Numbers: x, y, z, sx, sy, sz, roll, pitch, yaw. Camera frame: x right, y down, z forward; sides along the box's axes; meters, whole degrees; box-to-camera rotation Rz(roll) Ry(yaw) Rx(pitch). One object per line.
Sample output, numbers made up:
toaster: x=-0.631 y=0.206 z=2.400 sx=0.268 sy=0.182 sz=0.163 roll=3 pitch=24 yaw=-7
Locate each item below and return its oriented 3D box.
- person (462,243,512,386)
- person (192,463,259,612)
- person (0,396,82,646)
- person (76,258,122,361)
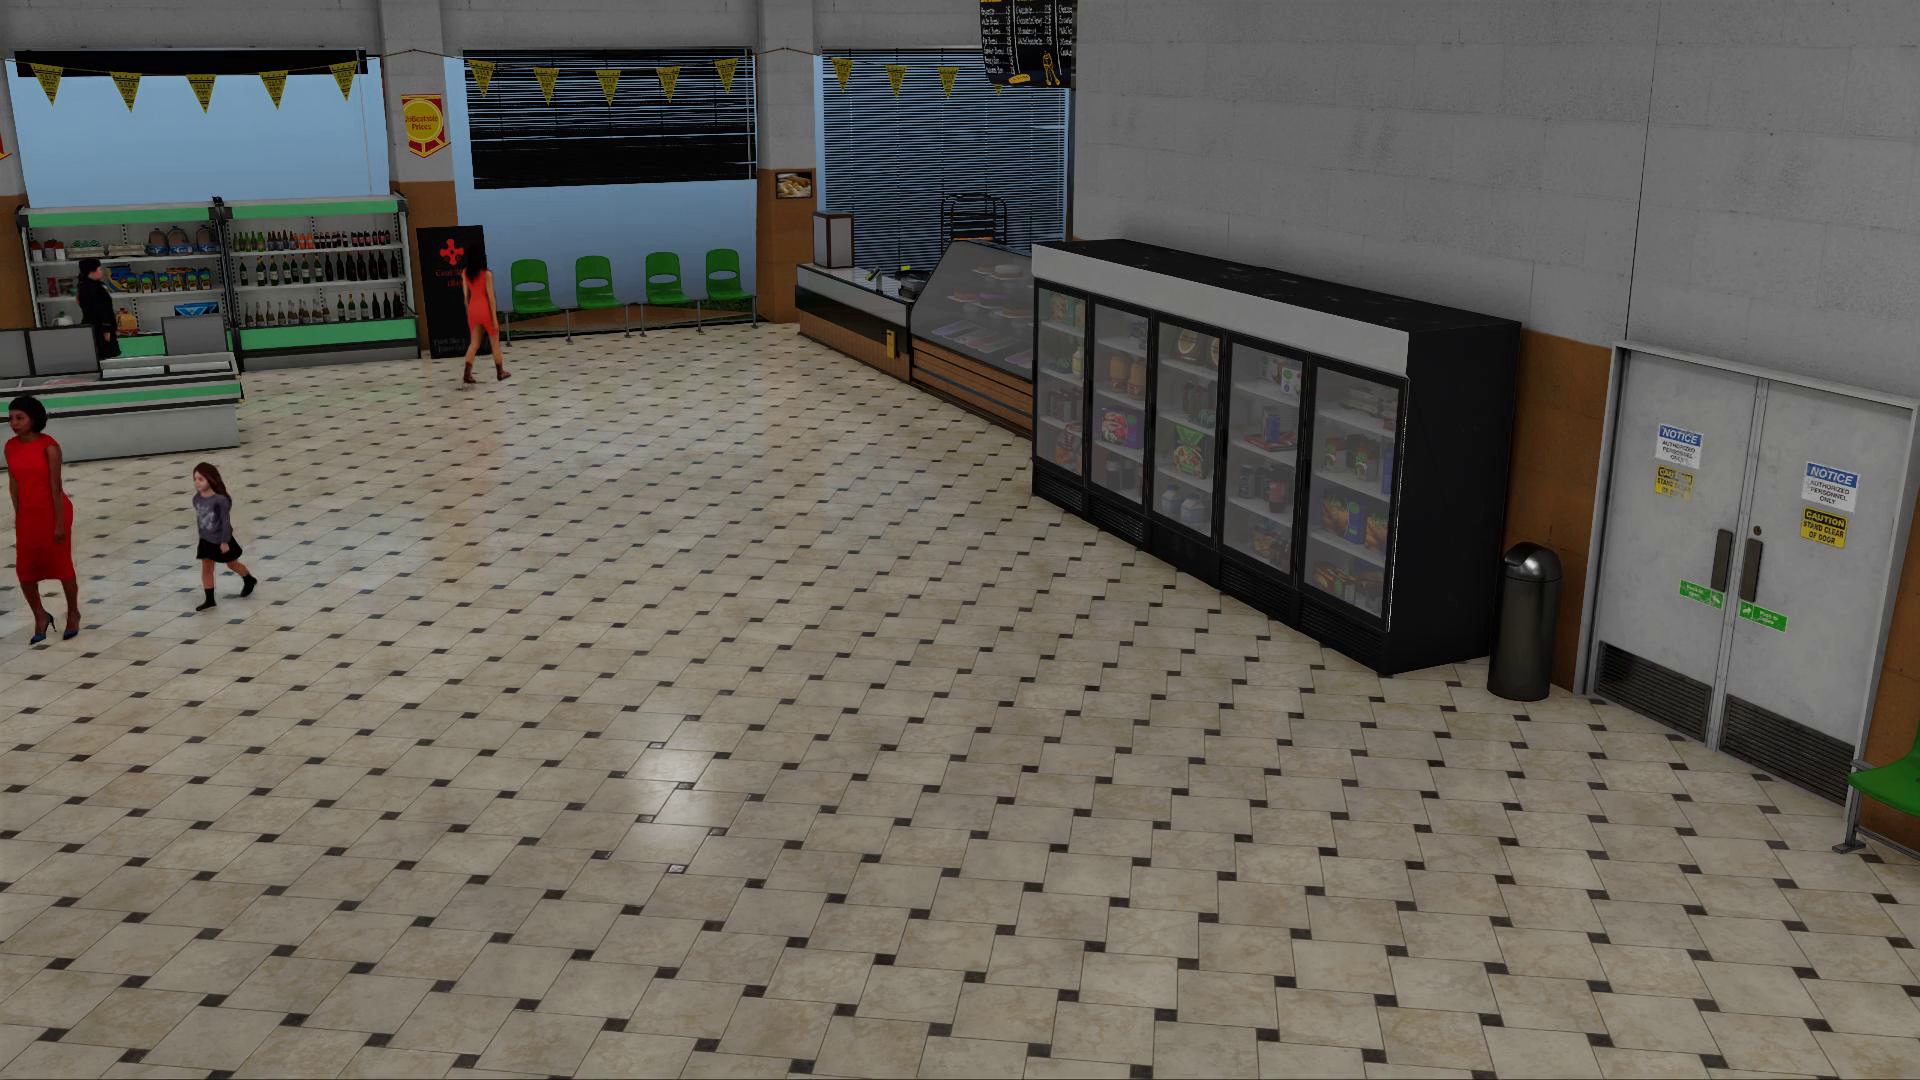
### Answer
person: x=-5.766 y=-2.657 z=19.868 sx=1.051 sy=1.686 sz=1.075 roll=5 pitch=17 yaw=15
person: x=-5.447 y=-0.043 z=12.287 sx=0.773 sy=1.088 sz=0.804 roll=4 pitch=17 yaw=14
person: x=-6.290 y=-0.152 z=11.542 sx=0.703 sy=1.731 sz=0.762 roll=0 pitch=17 yaw=1
person: x=-9.841 y=-2.345 z=18.893 sx=1.016 sy=1.655 sz=0.840 roll=-13 pitch=21 yaw=-37
